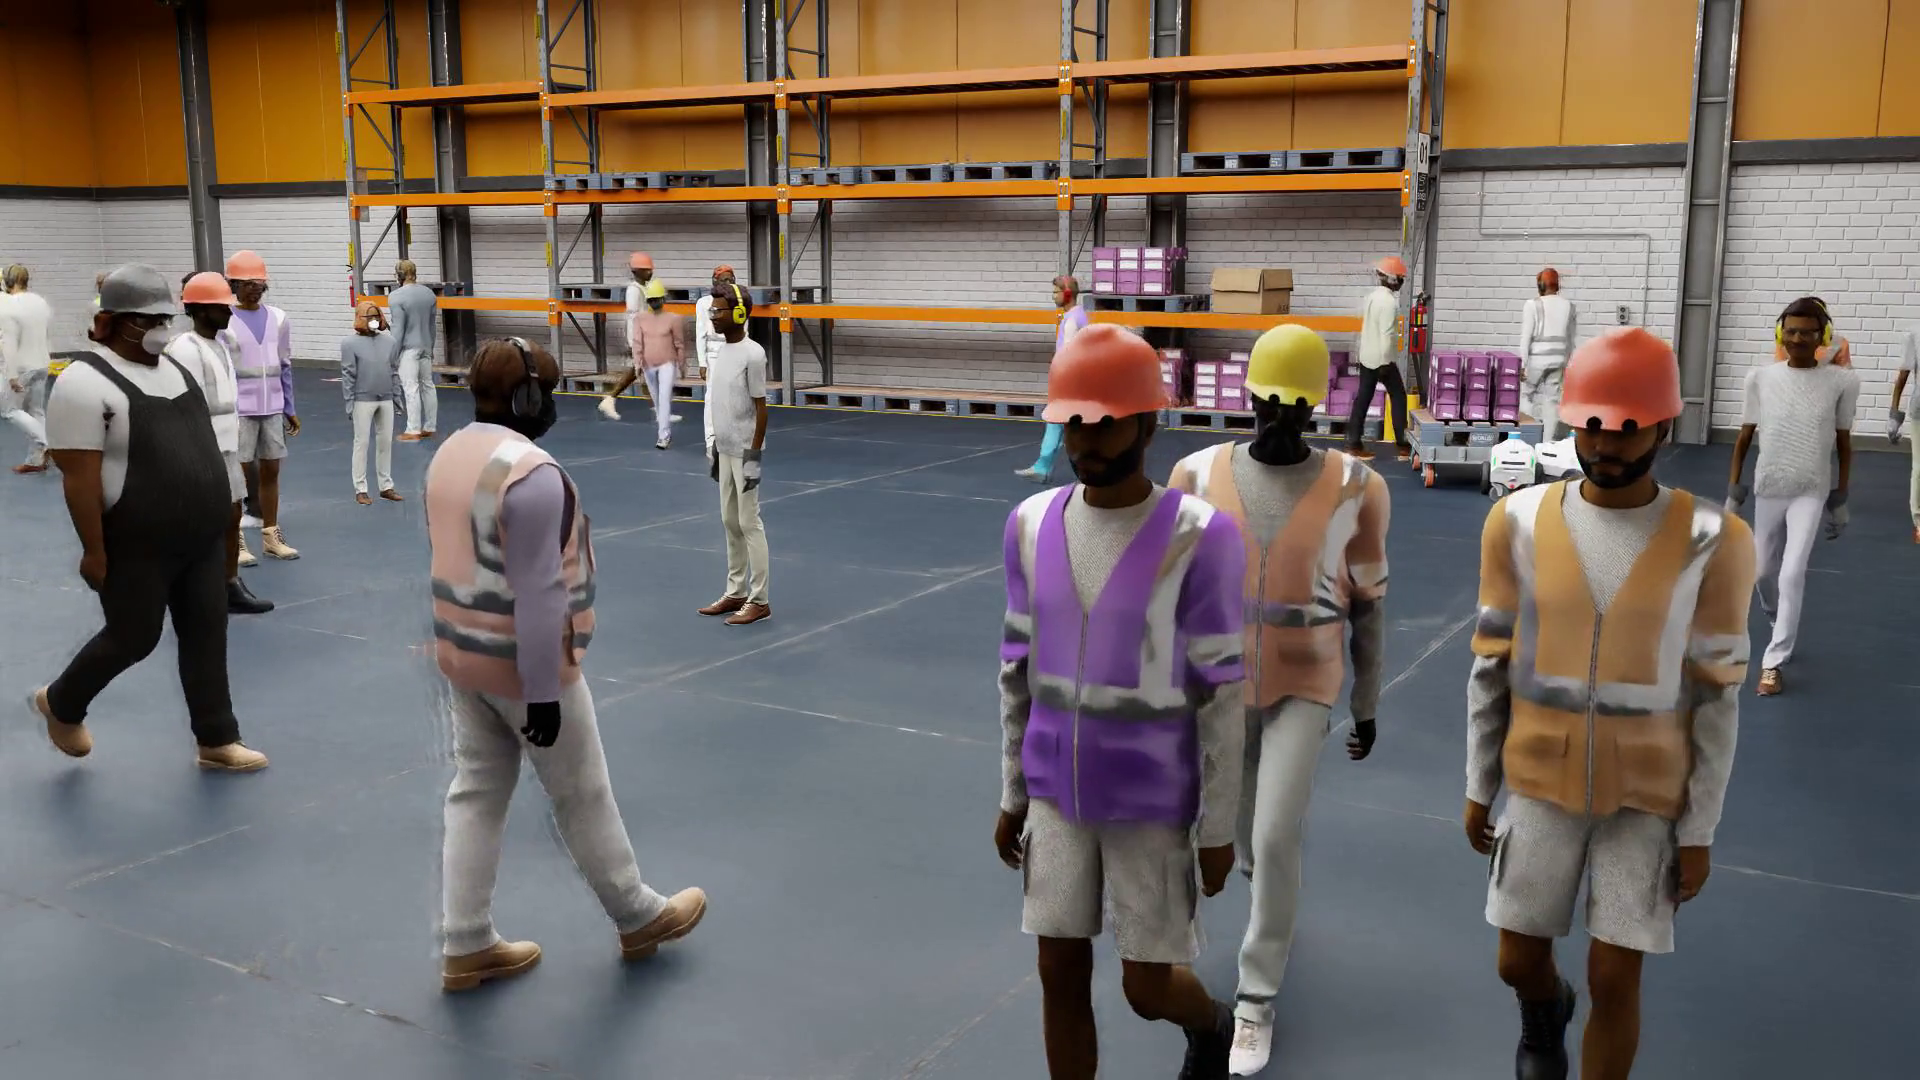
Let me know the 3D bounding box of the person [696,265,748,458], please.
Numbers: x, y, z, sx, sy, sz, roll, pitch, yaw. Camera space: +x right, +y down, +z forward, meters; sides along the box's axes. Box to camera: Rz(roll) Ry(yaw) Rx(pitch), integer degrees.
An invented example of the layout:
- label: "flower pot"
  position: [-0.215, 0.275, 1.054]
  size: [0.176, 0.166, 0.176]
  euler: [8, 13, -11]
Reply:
- label: "person"
  position: [-2.309, -1.744, 16.319]
  size: [0.573, 1.883, 0.355]
  euler: [-7, 12, -36]

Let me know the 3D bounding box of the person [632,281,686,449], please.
- label: "person"
  position: [-3.103, -1.815, 17.202]
  size: [0.509, 1.710, 0.948]
  euler: [1, 10, 7]

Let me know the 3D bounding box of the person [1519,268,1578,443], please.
- label: "person"
  position: [5.627, -1.683, 16.040]
  size: [0.604, 1.855, 0.596]
  euler: [-2, 10, -9]

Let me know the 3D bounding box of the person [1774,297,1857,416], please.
- label: "person"
  position: [6.784, -1.084, 13.211]
  size: [0.616, 1.671, 0.655]
  euler: [6, 12, 32]

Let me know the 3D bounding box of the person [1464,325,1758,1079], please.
- label: "person"
  position: [1.371, 0.498, 3.556]
  size: [0.545, 1.916, 0.609]
  euler: [6, 11, 29]

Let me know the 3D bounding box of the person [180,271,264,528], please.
- label: "person"
  position: [-5.525, -0.986, 12.024]
  size: [0.937, 1.876, 0.619]
  euler: [-6, 11, -29]

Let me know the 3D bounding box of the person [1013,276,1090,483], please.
- label: "person"
  position: [0.873, -1.352, 14.293]
  size: [0.905, 1.801, 0.592]
  euler: [1, 10, 3]

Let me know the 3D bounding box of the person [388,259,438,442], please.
- label: "person"
  position: [-5.795, -1.998, 17.608]
  size: [0.373, 1.937, 0.630]
  euler: [5, 11, 24]

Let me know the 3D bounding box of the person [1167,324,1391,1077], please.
- label: "person"
  position: [0.847, 0.355, 4.492]
  size: [0.589, 1.881, 0.974]
  euler: [4, 11, 22]

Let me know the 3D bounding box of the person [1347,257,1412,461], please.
- label: "person"
  position: [4.144, -1.730, 16.015]
  size: [0.887, 1.950, 0.642]
  euler: [-2, 10, -10]

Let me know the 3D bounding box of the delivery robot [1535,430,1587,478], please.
- label: "delivery robot"
  position: [5.070, -0.665, 13.700]
  size: [0.477, 0.478, 0.707]
  euler: [-4, 11, -20]

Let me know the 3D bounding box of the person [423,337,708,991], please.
- label: "person"
  position: [-1.157, 0.340, 4.706]
  size: [0.777, 1.811, 0.656]
  euler: [-9, 14, -42]

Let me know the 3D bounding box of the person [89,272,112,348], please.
- label: "person"
  position: [-9.084, -1.964, 17.815]
  size: [0.965, 1.788, 0.657]
  euler: [4, 11, 21]

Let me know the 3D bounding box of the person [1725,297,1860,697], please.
- label: "person"
  position: [3.934, -0.229, 7.890]
  size: [0.521, 1.838, 0.849]
  euler: [7, 12, 35]

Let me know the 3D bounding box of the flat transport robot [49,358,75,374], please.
- label: "flat transport robot"
  position: [-14.434, -2.820, 26.973]
  size: [0.652, 0.197, 1.431]
  euler: [-2, 10, -12]

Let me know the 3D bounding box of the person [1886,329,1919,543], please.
- label: "person"
  position: [6.629, -0.830, 11.323]
  size: [0.546, 1.819, 0.975]
  euler: [6, 12, 31]

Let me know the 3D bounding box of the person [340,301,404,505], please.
- label: "person"
  position: [-4.725, -1.105, 13.403]
  size: [0.265, 1.632, 0.508]
  euler: [8, 13, 38]

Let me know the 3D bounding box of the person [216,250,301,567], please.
- label: "person"
  position: [-4.579, -0.853, 10.817]
  size: [0.394, 2.042, 0.611]
  euler: [7, 12, 36]

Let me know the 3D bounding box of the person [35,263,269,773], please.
- label: "person"
  position: [-3.202, -0.082, 6.461]
  size: [0.833, 2.000, 0.692]
  euler: [3, 10, 16]

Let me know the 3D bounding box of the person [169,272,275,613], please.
- label: "person"
  position: [-4.191, -0.521, 9.263]
  size: [0.523, 1.927, 0.560]
  euler: [0, 10, -1]

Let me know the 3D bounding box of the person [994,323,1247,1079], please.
- label: "person"
  position: [0.350, 0.501, 3.507]
  size: [0.548, 1.918, 0.661]
  euler: [7, 12, 33]

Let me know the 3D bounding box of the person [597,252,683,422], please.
- label: "person"
  position: [-3.817, -2.377, 19.568]
  size: [0.985, 2.011, 0.618]
  euler: [0, 10, -1]

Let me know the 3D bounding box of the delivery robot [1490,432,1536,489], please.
- label: "delivery robot"
  position: [4.507, -0.639, 13.554]
  size: [0.477, 0.478, 0.707]
  euler: [3, 11, 17]

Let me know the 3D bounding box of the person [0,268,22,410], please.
- label: "person"
  position: [-11.432, -2.360, 20.011]
  size: [0.600, 1.812, 0.630]
  euler: [-7, 12, -34]

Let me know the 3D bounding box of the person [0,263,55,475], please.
- label: "person"
  position: [-8.352, -1.523, 14.956]
  size: [0.530, 1.923, 0.632]
  euler: [2, 10, 9]

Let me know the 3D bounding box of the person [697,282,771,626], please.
- label: "person"
  position: [-1.238, -0.471, 9.145]
  size: [0.328, 1.872, 0.514]
  euler: [-7, 12, -35]
